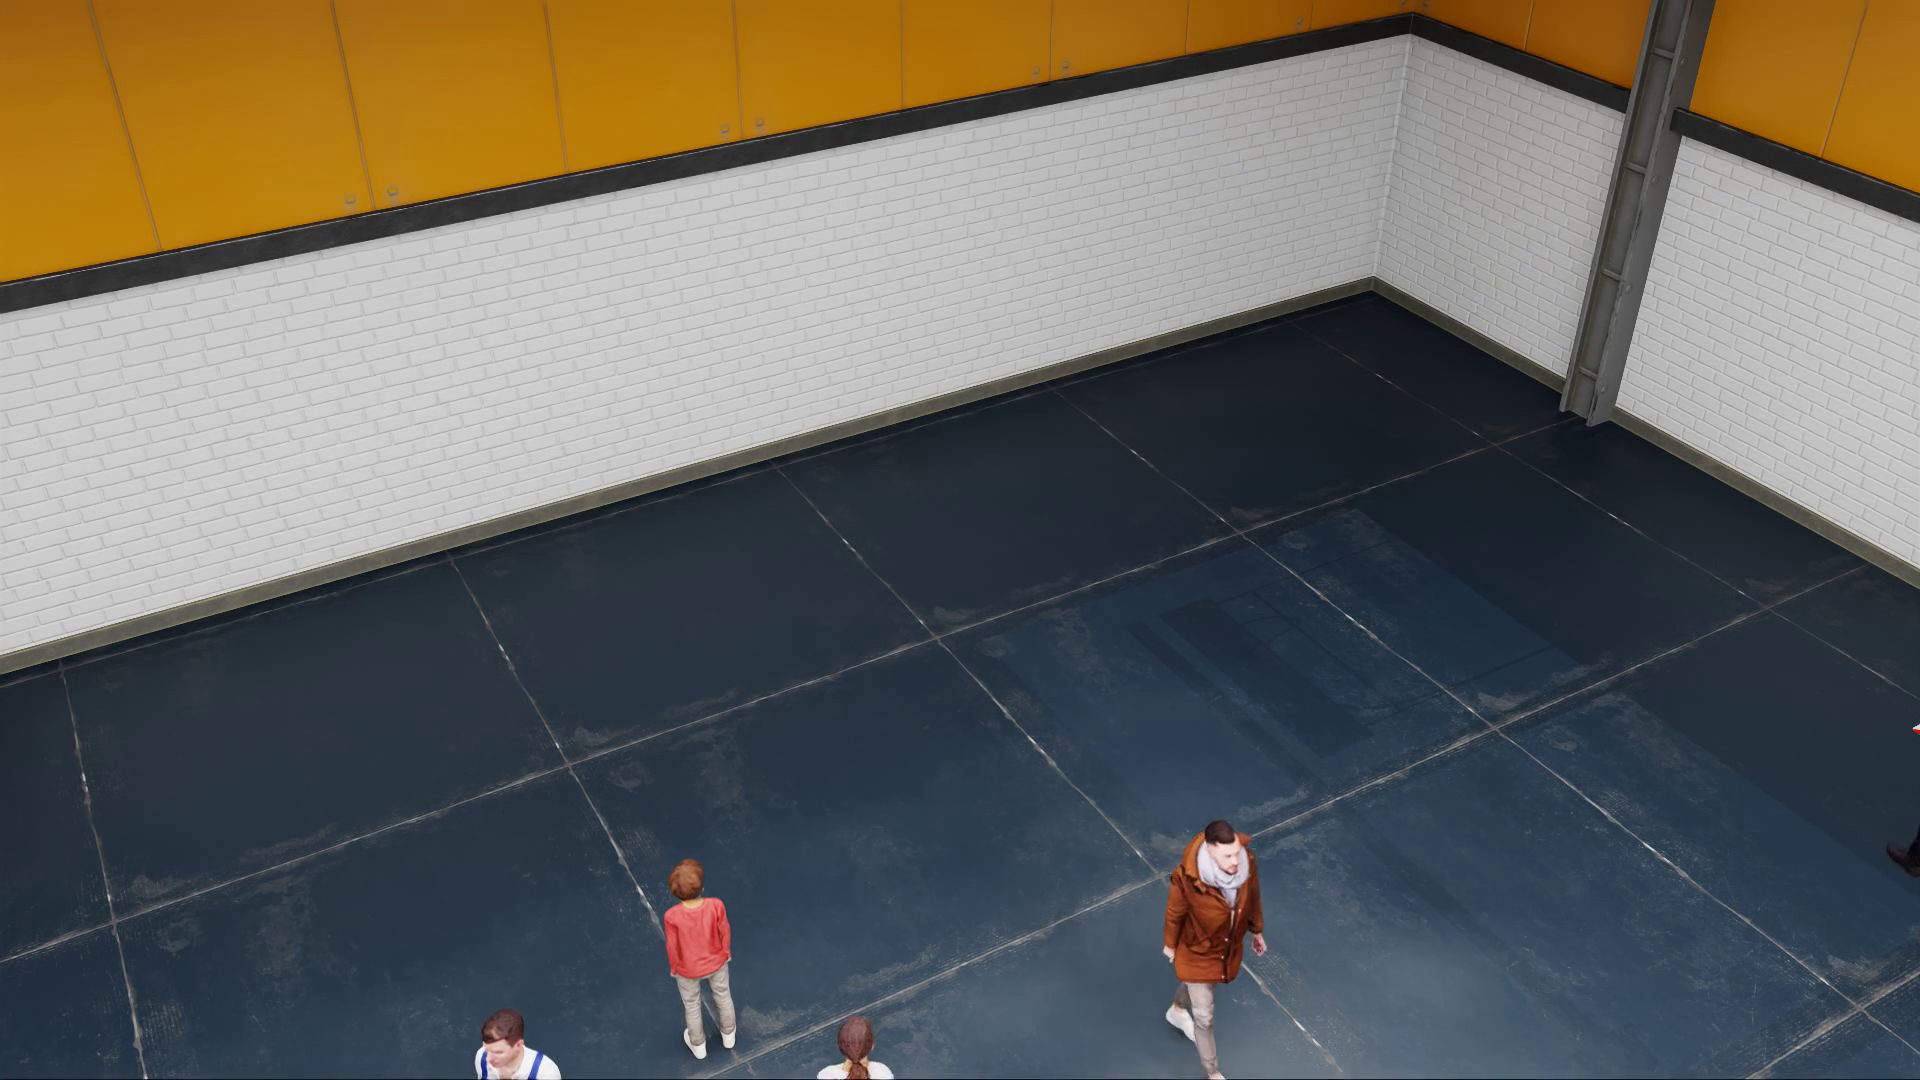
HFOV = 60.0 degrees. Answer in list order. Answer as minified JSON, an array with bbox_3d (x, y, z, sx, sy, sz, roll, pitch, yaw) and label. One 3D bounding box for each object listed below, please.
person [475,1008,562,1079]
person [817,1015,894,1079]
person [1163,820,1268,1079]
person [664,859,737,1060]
[{"bbox_3d":[-2.105,2.938,8.134,0.707,1.851,0.777,10,35,15],"label":"person"},{"bbox_3d":[-0.500,3.023,8.281,0.649,1.547,0.744,-4,34,-7],"label":"person"},{"bbox_3d":[1.333,2.206,9.283,0.740,1.798,1.037,-21,39,-28],"label":"person"},{"bbox_3d":[-1.462,2.368,9.382,0.545,1.418,0.515,-12,35,-17],"label":"person"}]
